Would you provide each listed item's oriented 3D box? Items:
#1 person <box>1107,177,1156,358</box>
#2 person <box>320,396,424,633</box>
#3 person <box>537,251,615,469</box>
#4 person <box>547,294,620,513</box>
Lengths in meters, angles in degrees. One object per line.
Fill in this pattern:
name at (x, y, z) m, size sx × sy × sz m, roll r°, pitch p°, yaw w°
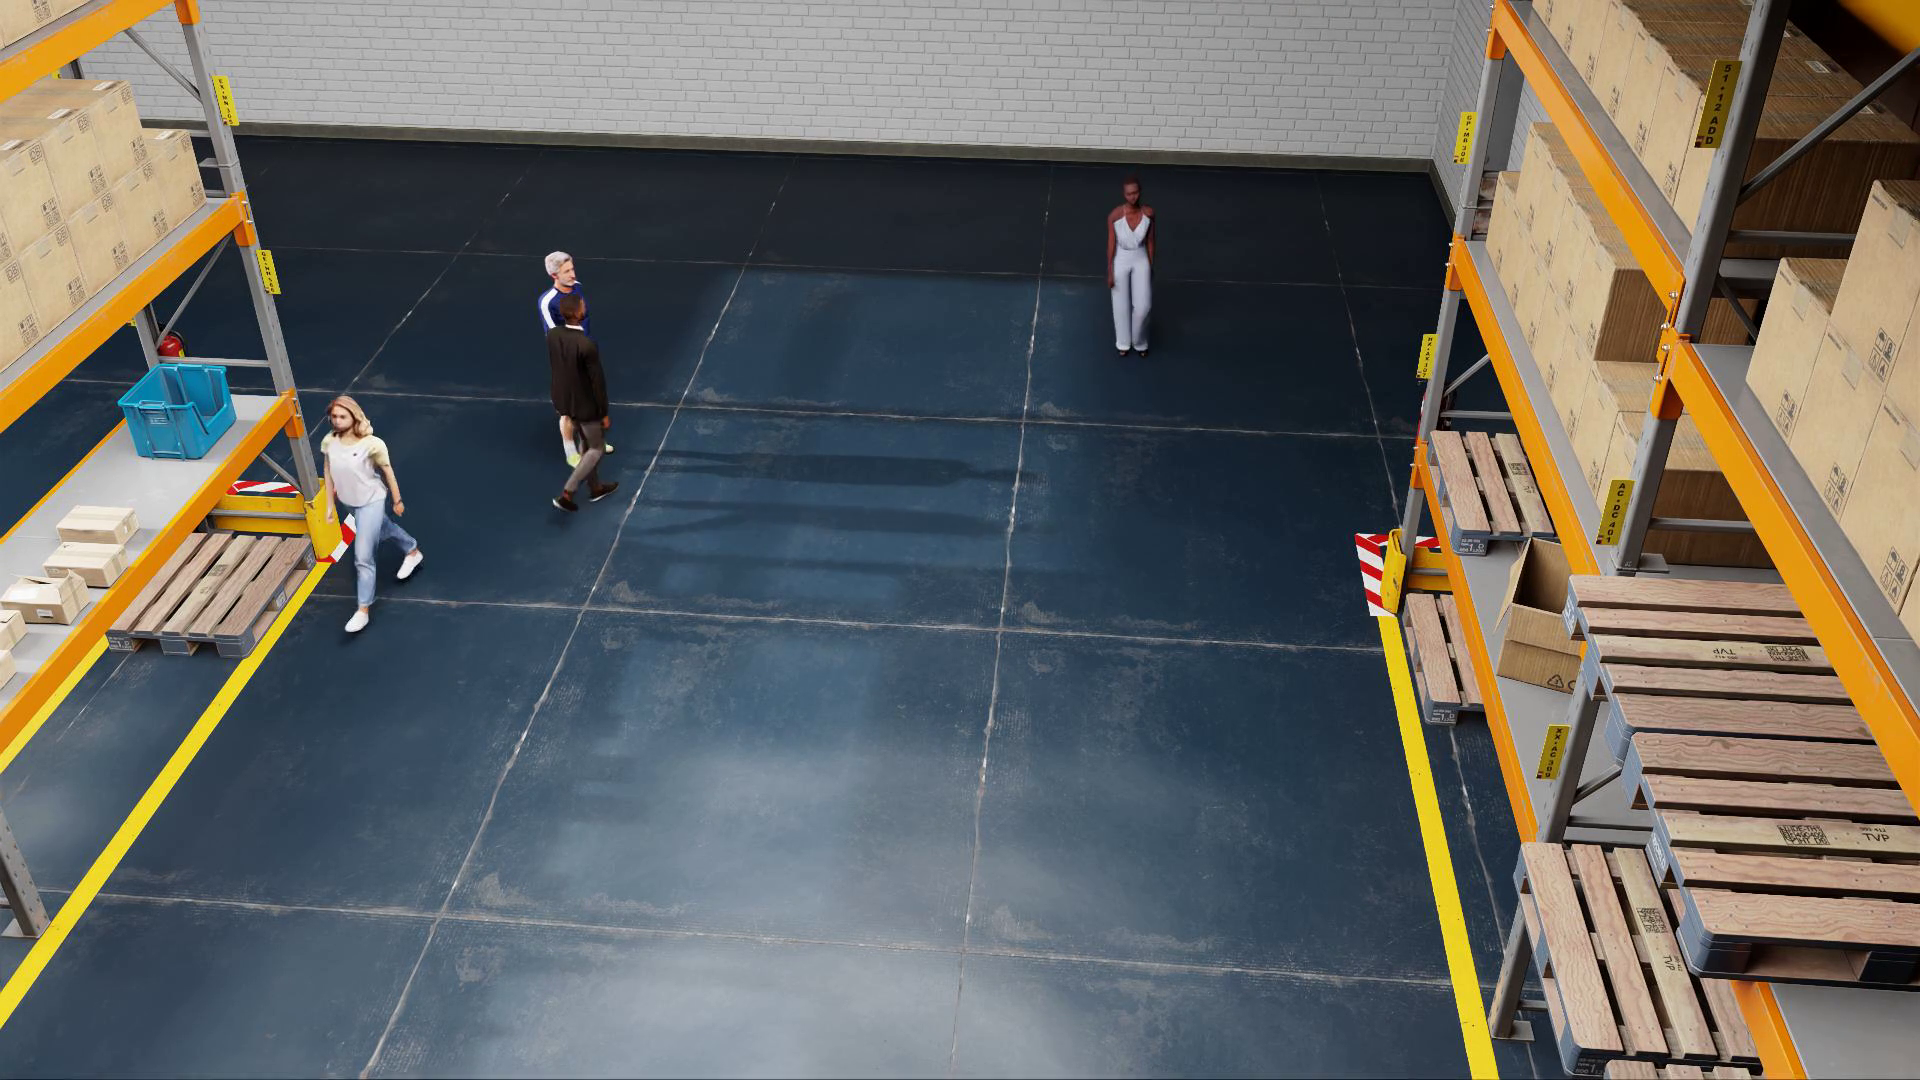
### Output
person at (1.497, -2.413, 14.751) m, size 0.650 × 1.754 × 0.688 m, roll -6°, pitch 34°, yaw -9°
person at (-4.103, -0.287, 11.628) m, size 0.811 × 1.670 × 1.258 m, roll 10°, pitch 35°, yaw 14°
person at (-3.086, -1.451, 13.227) m, size 0.759 × 1.839 × 0.605 m, roll 13°, pitch 36°, yaw 19°
person at (-2.925, -0.979, 12.568) m, size 0.975 × 1.782 × 1.106 m, roll 18°, pitch 38°, yaw 25°
